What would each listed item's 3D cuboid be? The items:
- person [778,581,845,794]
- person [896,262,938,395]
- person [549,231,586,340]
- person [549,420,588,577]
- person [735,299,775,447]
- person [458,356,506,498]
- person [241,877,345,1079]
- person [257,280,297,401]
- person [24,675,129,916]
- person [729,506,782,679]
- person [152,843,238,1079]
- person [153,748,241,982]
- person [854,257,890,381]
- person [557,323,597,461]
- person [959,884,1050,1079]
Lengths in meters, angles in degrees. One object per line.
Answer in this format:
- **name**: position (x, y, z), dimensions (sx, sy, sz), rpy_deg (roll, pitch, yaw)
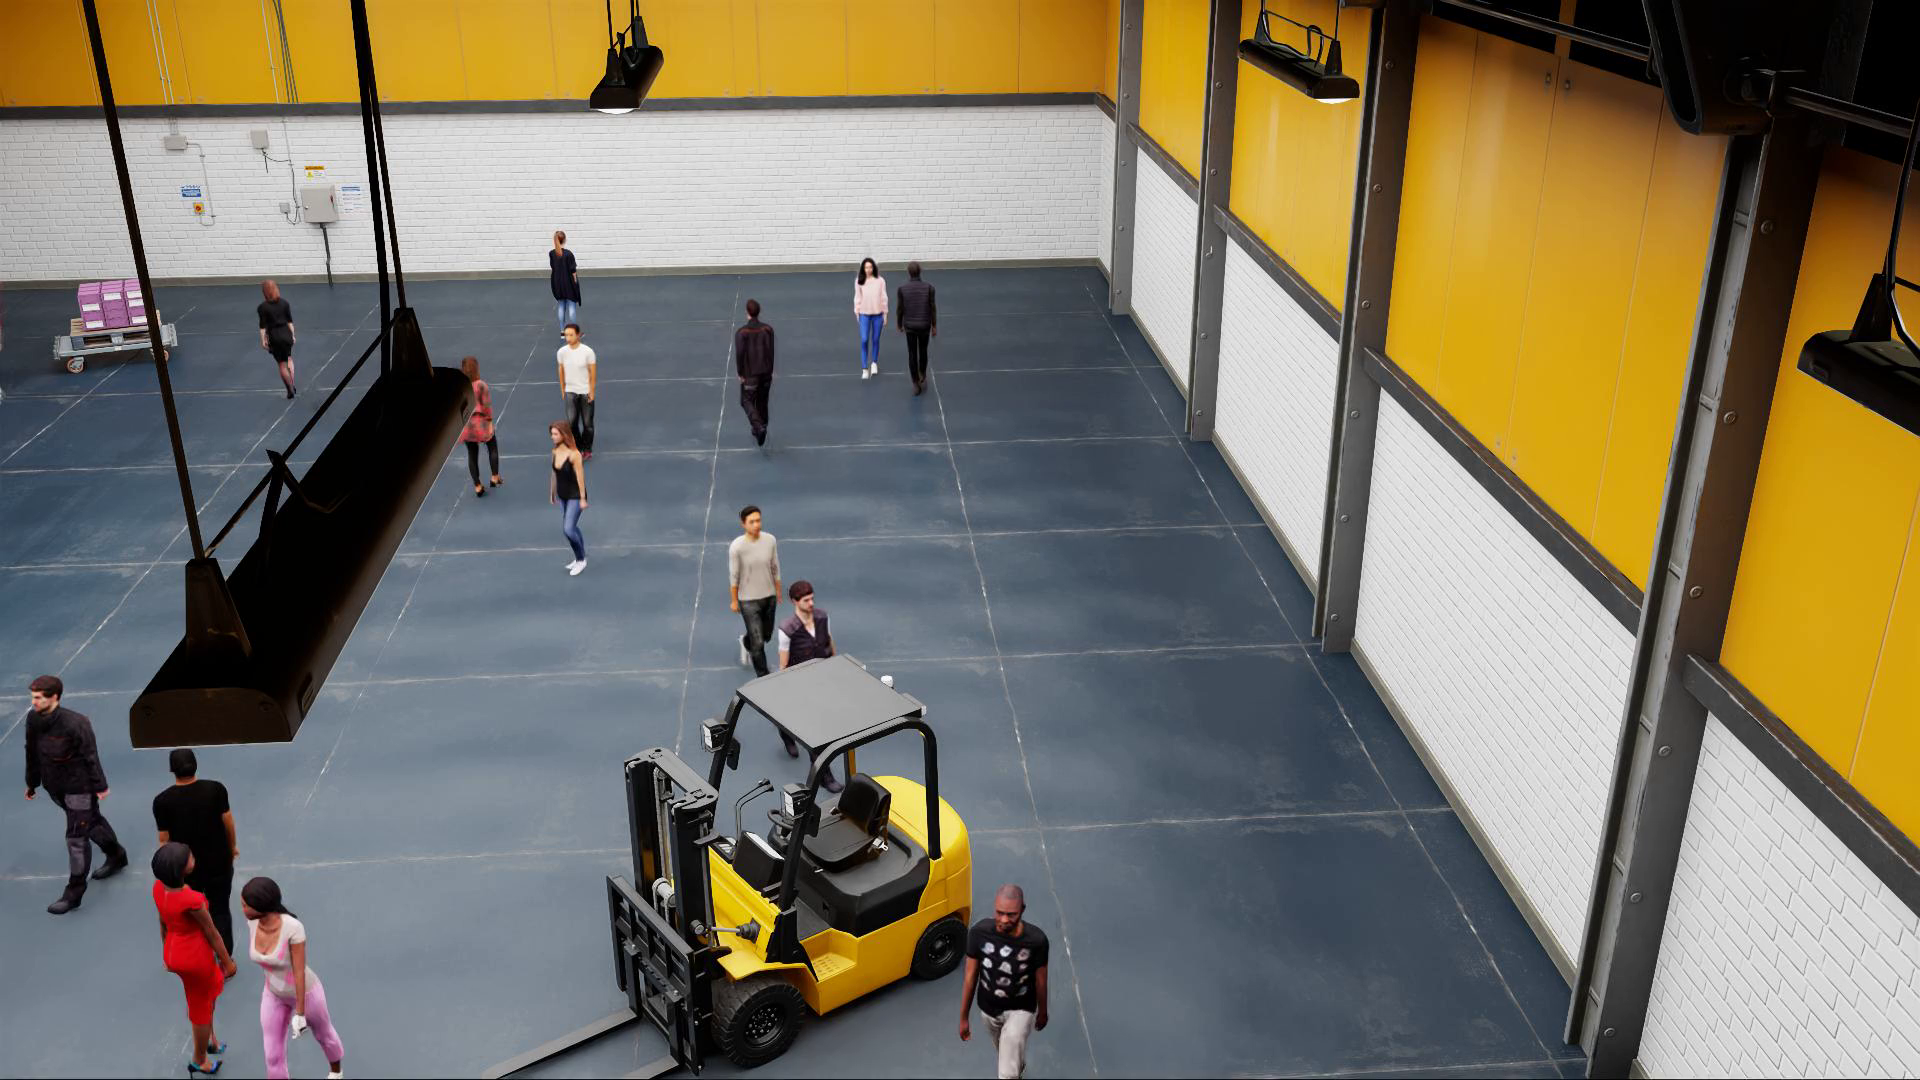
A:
- **person**: position (-1.293, 1.157, 13.831), dimensions (1.226, 1.818, 1.122), rpy_deg (21, 31, 40)
- **person**: position (-0.604, -2.920, 23.187), dimensions (0.772, 1.794, 1.040), rpy_deg (1, 24, 2)
- **person**: position (-6.099, -3.938, 25.655), dimensions (0.712, 1.683, 0.706), rpy_deg (9, 25, 19)
- **person**: position (-4.080, -0.479, 17.710), dimensions (0.716, 1.709, 0.775), rpy_deg (18, 29, 35)
- **person**: position (-2.579, -2.102, 21.193), dimensions (0.940, 1.893, 1.144), rpy_deg (-12, 26, -25)
- **person**: position (-5.754, -1.311, 19.647), dimensions (0.729, 1.681, 0.838), rpy_deg (4, 24, 9)
- **person**: position (-4.062, 2.765, 10.281), dimensions (0.821, 1.714, 1.039), rpy_deg (5, 24, 11)
- **person**: position (-9.314, -2.729, 22.872), dimensions (0.702, 1.697, 0.748), rpy_deg (-20, 31, -39)
- **person**: position (-6.534, 1.788, 12.405), dimensions (1.031, 1.804, 1.175), rpy_deg (11, 26, 24)
- **person**: position (-1.916, 0.505, 15.355), dimensions (0.949, 1.792, 1.136), rpy_deg (-14, 27, -30)
- **person**: position (-4.880, 2.695, 10.420), dimensions (0.723, 1.731, 0.775), rpy_deg (13, 27, 26)
- **person**: position (-5.184, 2.259, 11.409), dimensions (0.793, 1.738, 0.891), rpy_deg (-11, 26, -23)
- **person**: position (-1.266, -3.223, 23.944), dimensions (0.649, 1.743, 0.934), rpy_deg (-2, 24, -4)
- **person**: position (-4.729, -1.871, 20.800), dimensions (0.625, 1.784, 0.646), rpy_deg (-1, 24, -2)
- **person**: position (0.300, 2.813, 10.123), dimensions (0.993, 1.753, 1.338), rpy_deg (7, 24, 15)
